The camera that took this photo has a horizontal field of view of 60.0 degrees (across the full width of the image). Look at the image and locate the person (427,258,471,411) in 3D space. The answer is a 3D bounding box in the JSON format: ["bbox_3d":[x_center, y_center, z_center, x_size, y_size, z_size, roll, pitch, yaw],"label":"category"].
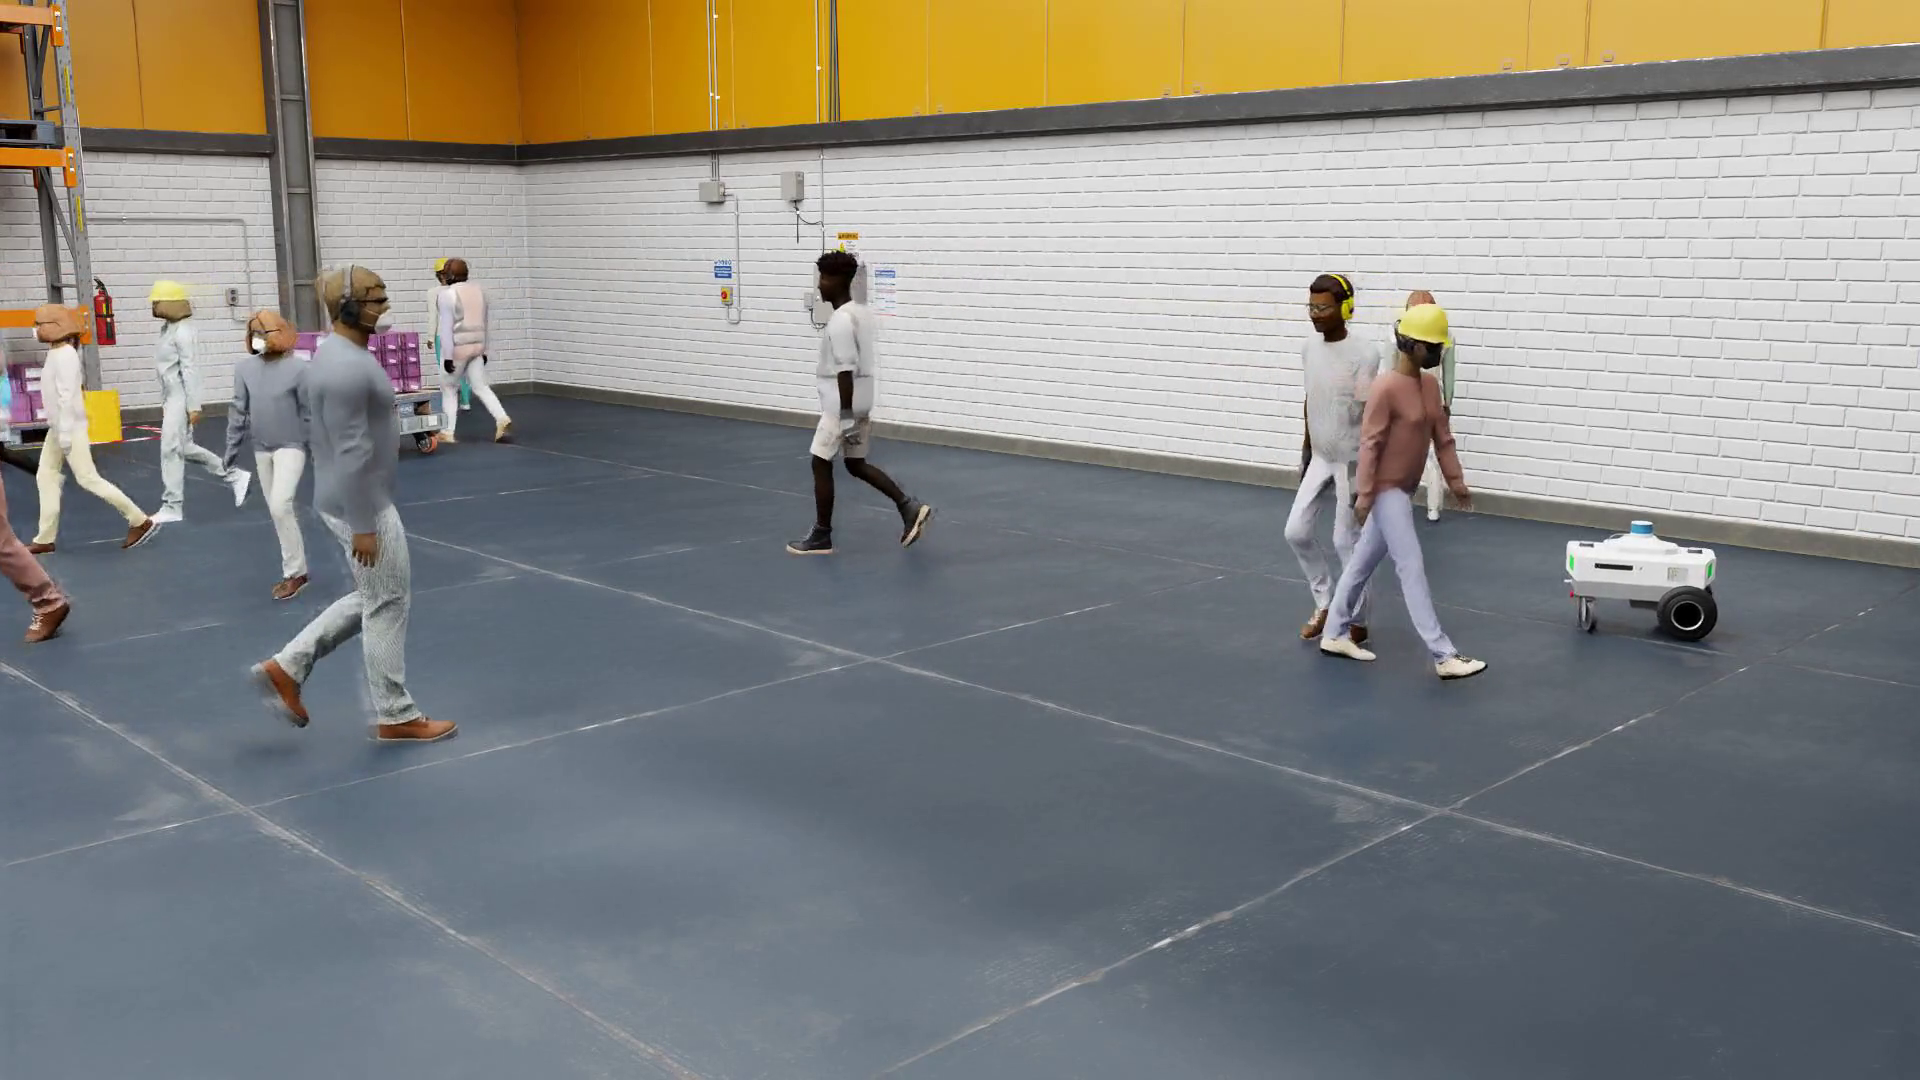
[{"bbox_3d":[-5.848,-2.332,19.008,0.314,1.769,0.523,9,14,40],"label":"person"}]

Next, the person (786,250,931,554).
[{"bbox_3d":[-0.651,-0.859,10.511,0.839,1.938,0.608,2,11,11],"label":"person"}]

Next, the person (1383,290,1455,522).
[{"bbox_3d":[3.221,-0.933,11.724,0.514,1.641,0.315,0,10,0],"label":"person"}]

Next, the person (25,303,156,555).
[{"bbox_3d":[-5.623,-0.705,10.589,0.795,1.605,0.507,-7,13,-34],"label":"person"}]

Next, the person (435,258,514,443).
[{"bbox_3d":[-4.779,-1.831,16.172,0.863,1.815,0.636,5,12,27],"label":"person"}]

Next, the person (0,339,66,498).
[{"bbox_3d":[-6.930,-0.995,11.967,0.687,1.673,0.537,-9,14,-41],"label":"person"}]

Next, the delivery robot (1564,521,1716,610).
[{"bbox_3d":[3.489,0.145,8.552,0.707,0.478,0.477,4,11,21],"label":"delivery robot"}]

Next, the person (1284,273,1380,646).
[{"bbox_3d":[1.833,-0.375,8.141,0.464,1.840,0.602,-6,12,-30],"label":"person"}]

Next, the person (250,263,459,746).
[{"bbox_3d":[-2.409,-0.114,6.504,0.690,1.921,0.633,-3,11,-16],"label":"person"}]

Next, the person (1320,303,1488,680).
[{"bbox_3d":[2.067,-0.223,7.627,0.902,1.705,0.539,8,13,38],"label":"person"}]

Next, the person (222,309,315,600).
[{"bbox_3d":[-3.846,-0.472,9.293,0.513,1.615,0.587,4,11,19],"label":"person"}]

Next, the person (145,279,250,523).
[{"bbox_3d":[-5.497,-0.997,11.846,0.710,1.724,0.490,-7,13,-34],"label":"person"}]

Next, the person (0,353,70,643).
[{"bbox_3d":[-4.799,-0.357,7.969,0.643,1.869,0.937,3,11,18],"label":"person"}]
